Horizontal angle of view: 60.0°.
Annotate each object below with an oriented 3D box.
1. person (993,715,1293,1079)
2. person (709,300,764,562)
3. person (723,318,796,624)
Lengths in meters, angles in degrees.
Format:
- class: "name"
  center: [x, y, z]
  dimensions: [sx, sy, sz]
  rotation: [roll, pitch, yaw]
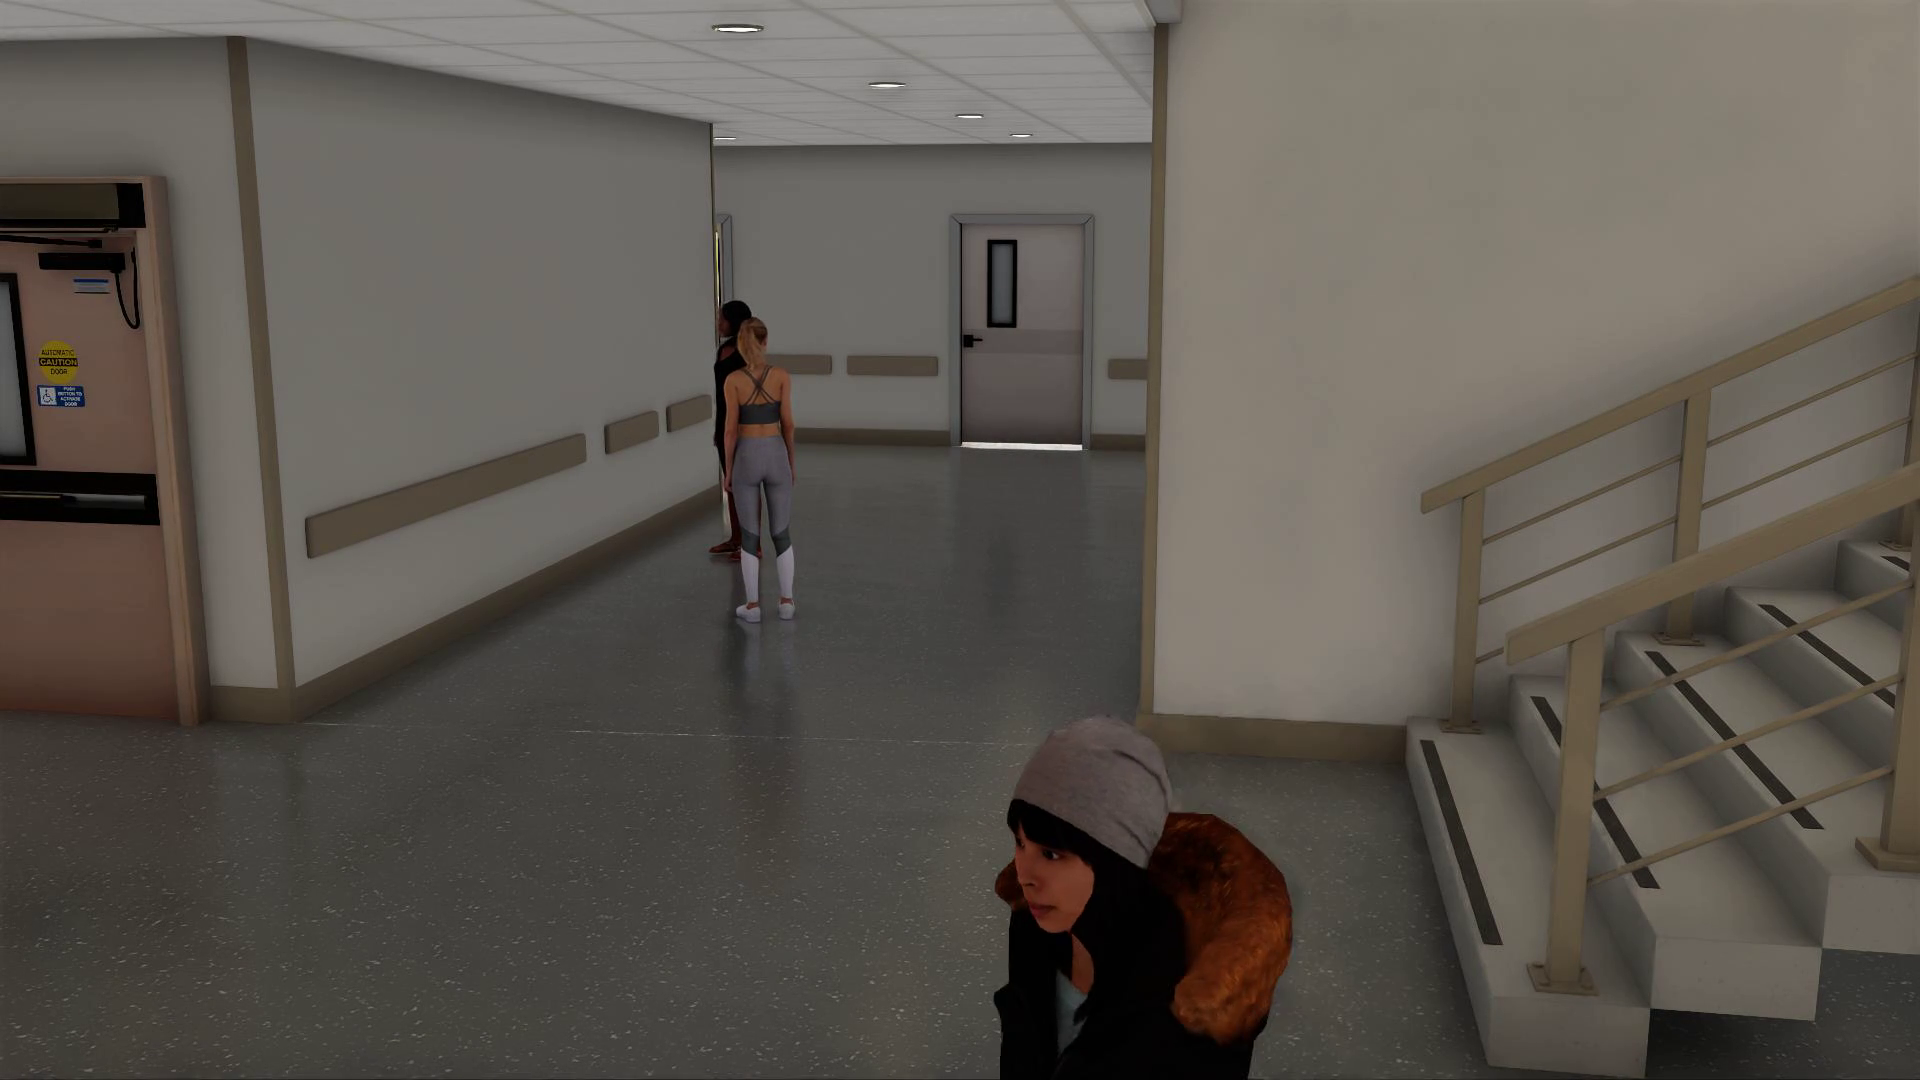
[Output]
- class: "person"
  center: [0.291, 1.005, 2.215]
  dimensions: [0.798, 1.618, 0.727]
  rotation: [-9, 14, -40]
- class: "person"
  center: [-1.489, -0.732, 11.090]
  dimensions: [0.726, 1.721, 0.678]
  rotation: [-7, 13, -32]
- class: "person"
  center: [-1.118, -0.394, 9.352]
  dimensions: [0.590, 1.706, 0.700]
  rotation: [-3, 11, -16]
